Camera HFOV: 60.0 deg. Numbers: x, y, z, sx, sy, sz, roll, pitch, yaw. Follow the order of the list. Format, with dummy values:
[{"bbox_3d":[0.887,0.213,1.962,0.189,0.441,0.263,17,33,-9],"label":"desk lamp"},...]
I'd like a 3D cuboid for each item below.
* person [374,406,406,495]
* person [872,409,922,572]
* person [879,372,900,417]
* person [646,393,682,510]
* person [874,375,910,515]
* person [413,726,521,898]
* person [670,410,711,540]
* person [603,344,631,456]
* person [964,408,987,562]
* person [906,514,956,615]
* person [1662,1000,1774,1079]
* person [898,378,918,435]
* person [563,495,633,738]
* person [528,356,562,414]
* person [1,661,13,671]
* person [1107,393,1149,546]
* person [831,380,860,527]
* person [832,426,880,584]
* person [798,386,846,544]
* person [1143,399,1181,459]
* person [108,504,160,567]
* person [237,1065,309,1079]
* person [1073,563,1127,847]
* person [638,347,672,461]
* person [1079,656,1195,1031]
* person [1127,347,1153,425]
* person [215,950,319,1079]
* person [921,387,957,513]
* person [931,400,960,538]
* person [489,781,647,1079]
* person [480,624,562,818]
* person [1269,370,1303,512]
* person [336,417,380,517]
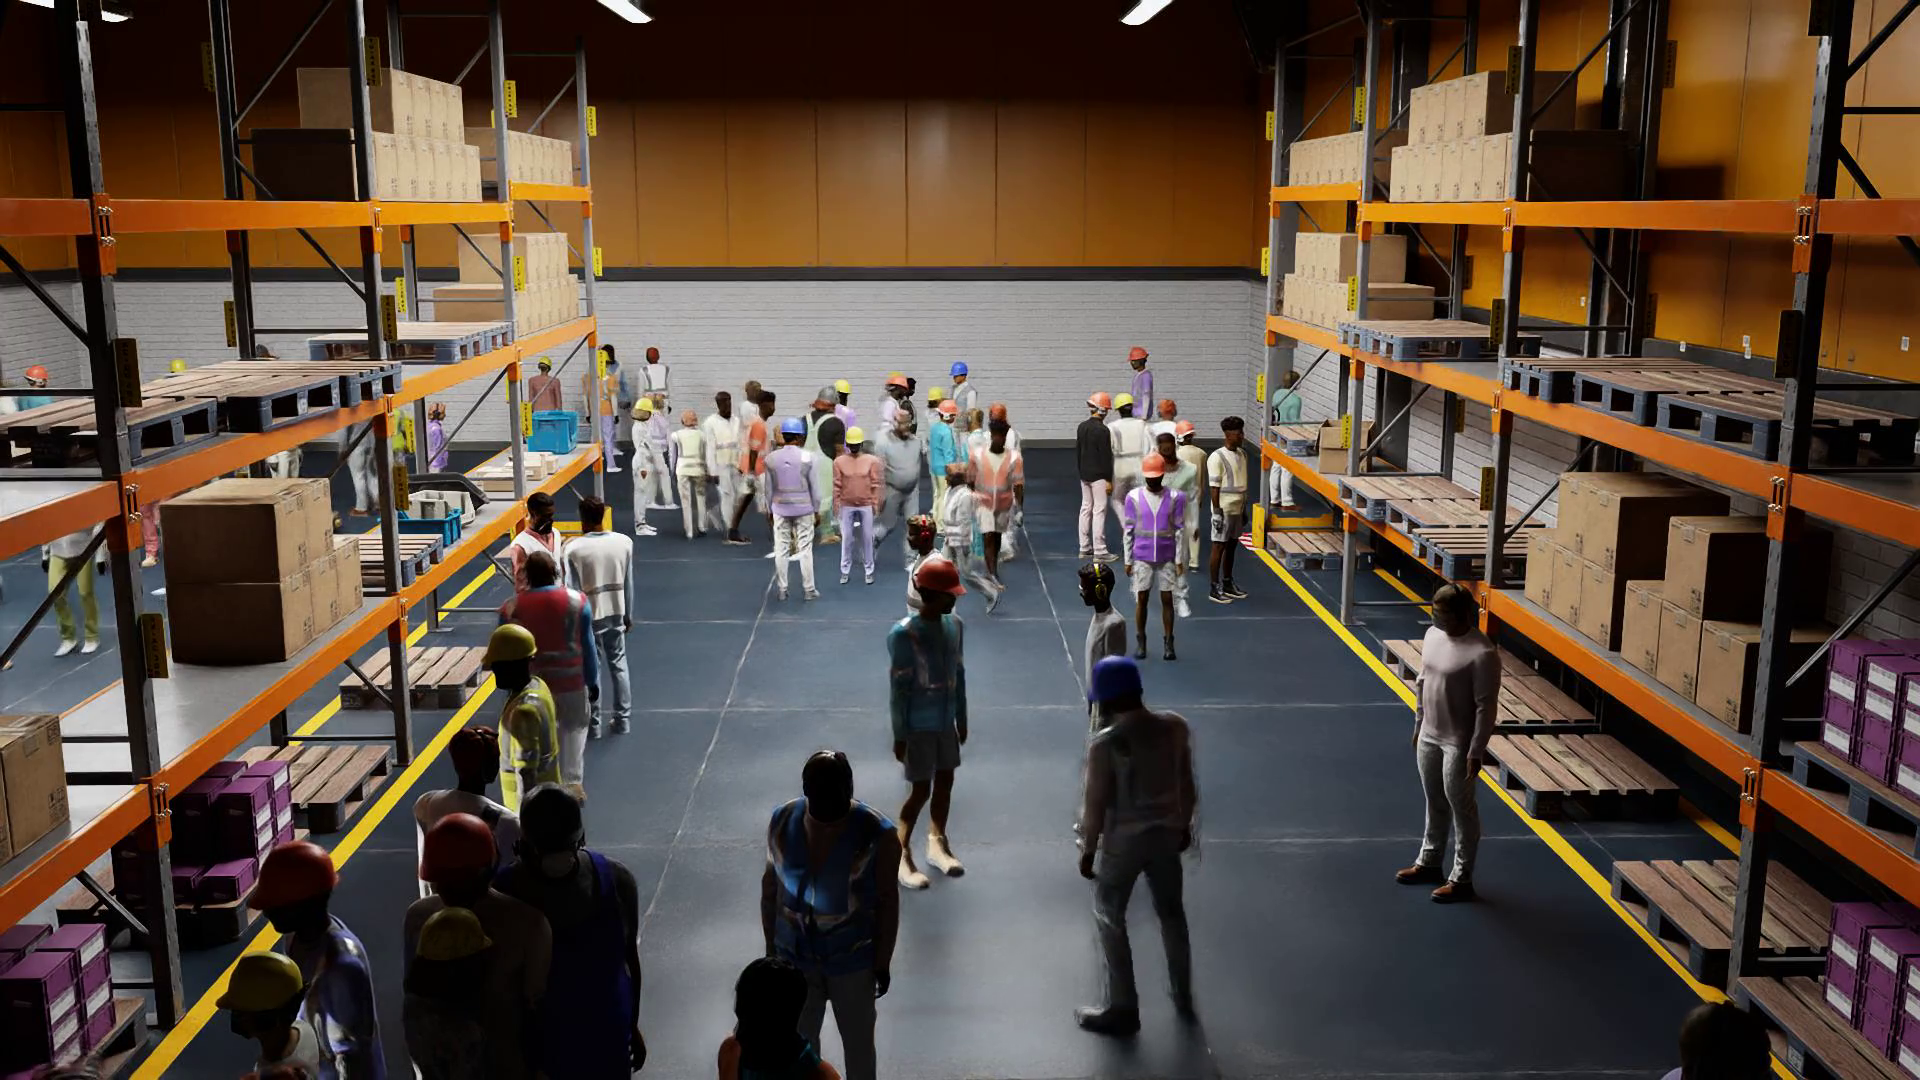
[{"bbox_3d":[-8.120,-1.485,23.552,0.537,1.857,0.572,9,14,38],"label":"person"},{"bbox_3d":[-0.728,-0.570,18.892,0.642,1.876,0.783,-8,14,-34],"label":"person"},{"bbox_3d":[-0.949,-1.599,24.406,0.485,1.741,0.302,5,12,22],"label":"person"},{"bbox_3d":[-4.026,-1.202,22.696,0.674,1.614,0.540,1,11,4],"label":"person"},{"bbox_3d":[-1.002,-1.274,22.409,0.688,1.887,0.609,1,11,3],"label":"person"},{"bbox_3d":[-2.141,1.738,7.348,0.580,1.878,0.364,6,13,27],"label":"person"},{"bbox_3d":[-3.383,-0.840,20.906,0.517,1.613,0.667,-2,11,-10],"label":"person"},{"bbox_3d":[-5.812,-2.324,27.671,0.491,1.880,0.708,9,15,39],"label":"person"},{"bbox_3d":[0.189,-0.627,19.377,0.389,1.813,0.529,2,11,11],"label":"person"},{"bbox_3d":[-0.217,0.708,12.609,0.388,1.837,0.560,-2,11,-11],"label":"person"},{"bbox_3d":[2.069,2.217,4.775,0.355,1.936,0.635,6,13,30],"label":"person"},{"bbox_3d":[-0.773,-1.507,24.063,0.319,1.692,0.533,-2,11,-8],"label":"person"},{"bbox_3d":[-2.800,0.599,12.970,0.593,1.910,0.408,-10,15,-40],"label":"person"},{"bbox_3d":[-6.666,-2.078,26.778,0.532,1.756,0.337,-1,11,-3],"label":"person"},{"bbox_3d":[-8.731,0.280,14.758,0.501,1.839,0.342,6,13,26],"label":"person"},{"bbox_3d":[2.023,-0.832,20.185,0.711,1.888,0.487,-4,12,-19],"label":"person"},{"bbox_3d":[-1.542,-1.106,21.507,0.603,1.911,0.398,9,15,39],"label":"person"},{"bbox_3d":[-1.139,-0.376,18.233,0.518,1.756,0.345,-1,11,-3],"label":"person"},{"bbox_3d":[-1.717,-0.889,20.091,0.690,2.000,0.915,8,14,34],"label":"person"},{"bbox_3d":[2.484,-0.781,20.050,0.575,1.836,0.931,2,11,11],"label":"person"},{"bbox_3d":[-9.565,-0.696,19.124,0.677,2.000,0.536,1,11,4],"label":"person"},{"bbox_3d":[-1.812,2.301,4.620,1.046,1.820,0.569,-5,12,-23],"label":"person"},{"bbox_3d":[0.915,1.061,10.790,0.336,1.856,0.530,-1,11,-6],"label":"person"},{"bbox_3d":[-4.970,-2.209,27.154,0.592,1.873,0.363,-7,13,-30],"label":"person"},{"bbox_3d":[0.906,1.511,8.410,0.691,1.906,0.421,-7,13,-31],"label":"person"},{"bbox_3d":[2.726,-1.918,25.300,0.407,2.029,0.610,-2,11,-9],"label":"person"},{"bbox_3d":[-2.200,2.172,5.432,0.314,1.769,0.523,-3,12,-13],"label":"person"},{"bbox_3d":[-0.301,-1.208,22.470,0.484,1.727,0.381,7,13,31],"label":"person"},{"bbox_3d":[-0.175,-0.892,20.869,0.352,1.738,0.573,-3,12,-17],"label":"person"},{"bbox_3d":[-1.474,1.878,6.216,0.689,2.000,0.539,-7,13,-31],"label":"person"},{"bbox_3d":[-2.348,1.388,8.974,0.387,1.921,0.587,-2,11,-11],"label":"person"},{"bbox_3d":[4.443,-1.351,22.670,0.376,1.937,0.629,-4,12,-21],"label":"person"},{"bbox_3d":[-8.029,-1.257,22.194,0.410,1.929,0.656,5,12,22],"label":"person"}]
